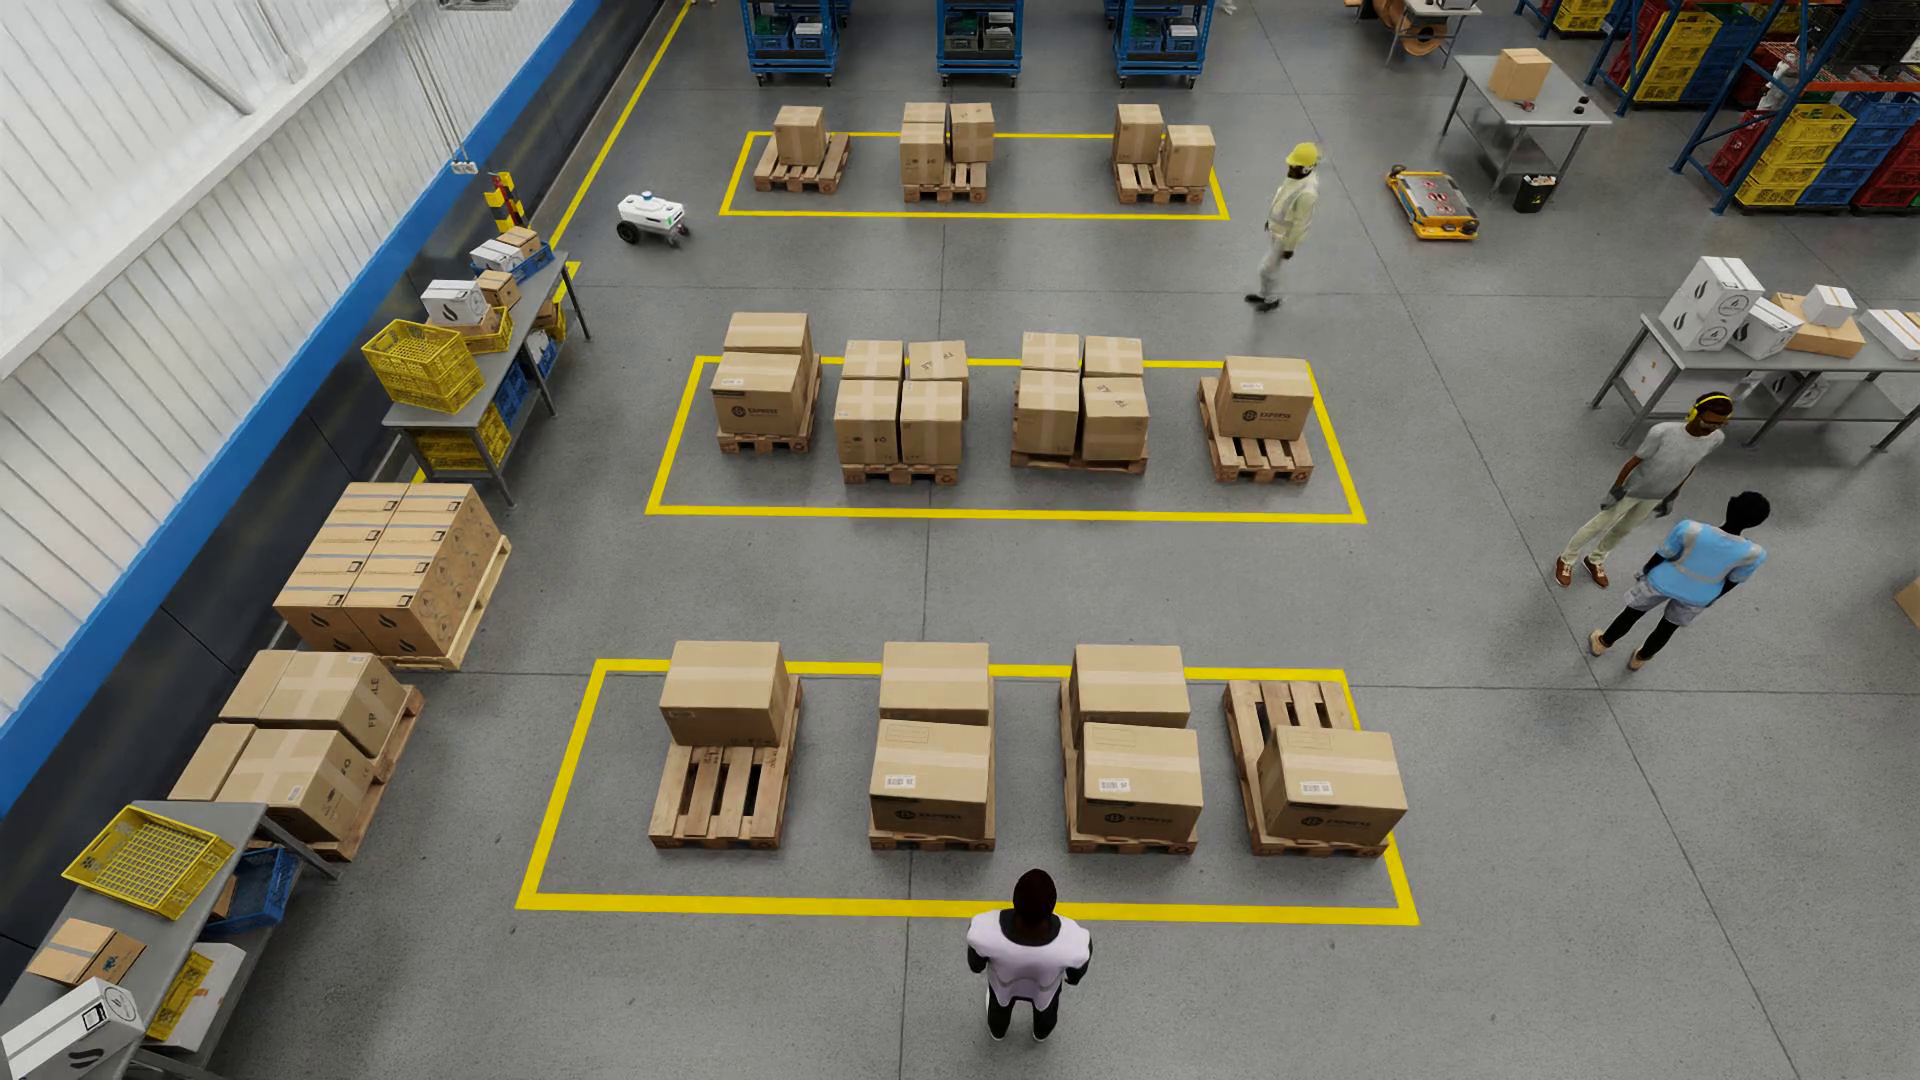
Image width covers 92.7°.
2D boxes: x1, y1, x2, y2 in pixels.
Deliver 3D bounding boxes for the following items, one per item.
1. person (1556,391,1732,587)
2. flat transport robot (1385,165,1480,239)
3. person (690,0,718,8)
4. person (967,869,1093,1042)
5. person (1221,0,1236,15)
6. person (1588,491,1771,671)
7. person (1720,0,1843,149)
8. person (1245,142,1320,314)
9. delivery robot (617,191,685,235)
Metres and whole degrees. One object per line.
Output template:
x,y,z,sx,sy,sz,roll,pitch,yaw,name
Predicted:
5.038,-0.336,6.756,0.509,1.872,0.328,2,49,2,person
5.692,-4.094,11.059,0.652,0.197,1.431,1,49,1,flat transport robot
-4.337,-9.749,14.832,0.616,1.985,0.413,-5,49,-4,person
0.326,2.147,4.579,0.587,1.914,0.392,4,49,4,person
4.490,-9.393,14.751,0.543,1.627,0.370,-32,56,-24,person
4.953,0.309,6.312,0.532,1.696,0.318,26,54,21,person
10.282,-5.722,11.408,0.585,1.883,0.340,-16,51,-13,person
3.260,-3.114,9.197,0.409,1.820,0.630,5,49,5,person
-3.534,-3.751,10.516,0.707,0.478,0.477,14,51,12,delivery robot
